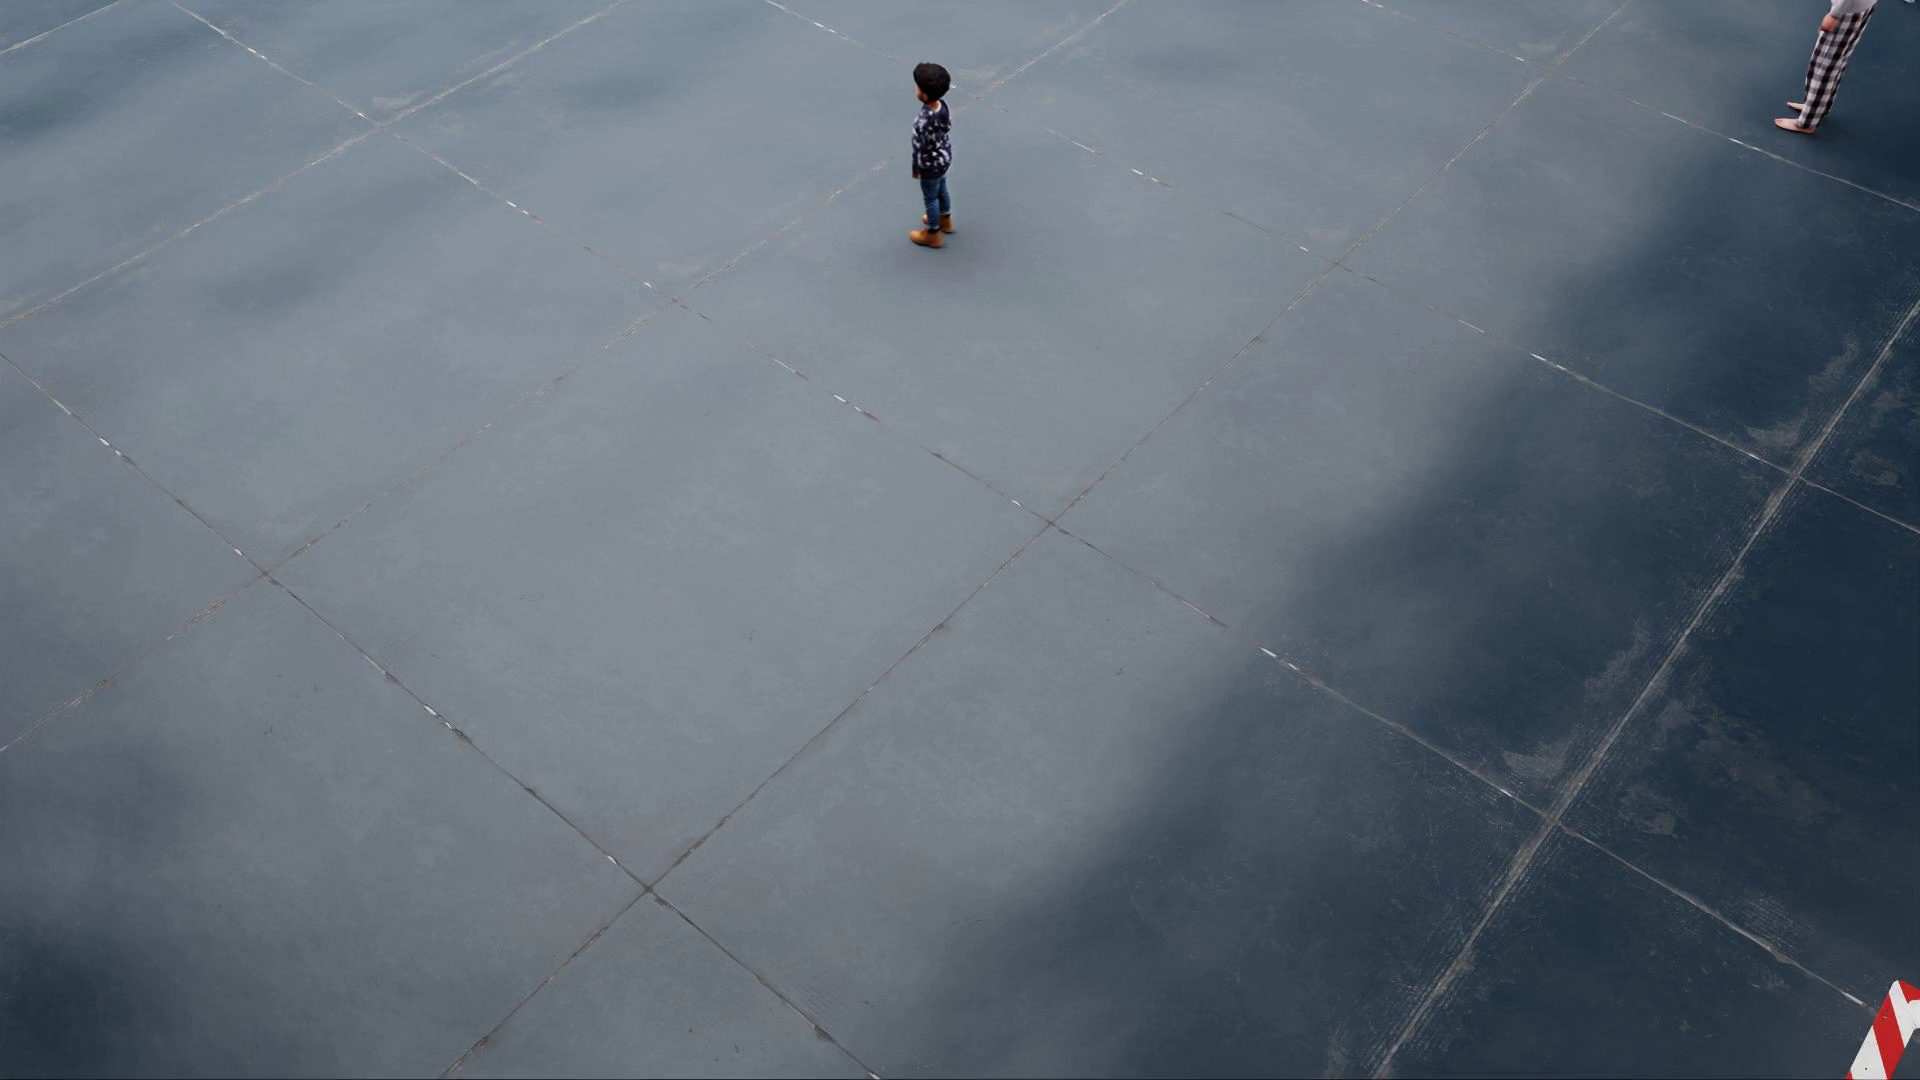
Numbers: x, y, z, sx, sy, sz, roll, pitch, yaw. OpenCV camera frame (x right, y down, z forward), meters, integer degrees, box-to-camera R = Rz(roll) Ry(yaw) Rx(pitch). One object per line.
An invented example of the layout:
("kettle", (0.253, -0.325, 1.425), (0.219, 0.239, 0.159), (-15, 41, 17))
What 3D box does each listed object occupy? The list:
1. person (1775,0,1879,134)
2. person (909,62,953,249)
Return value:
("person", (5.979, -3.590, 11.126), (0.513, 1.847, 0.614), (32, 55, 26))
("person", (-0.175, -2.421, 10.454), (0.528, 1.248, 0.529), (20, 50, 18))
